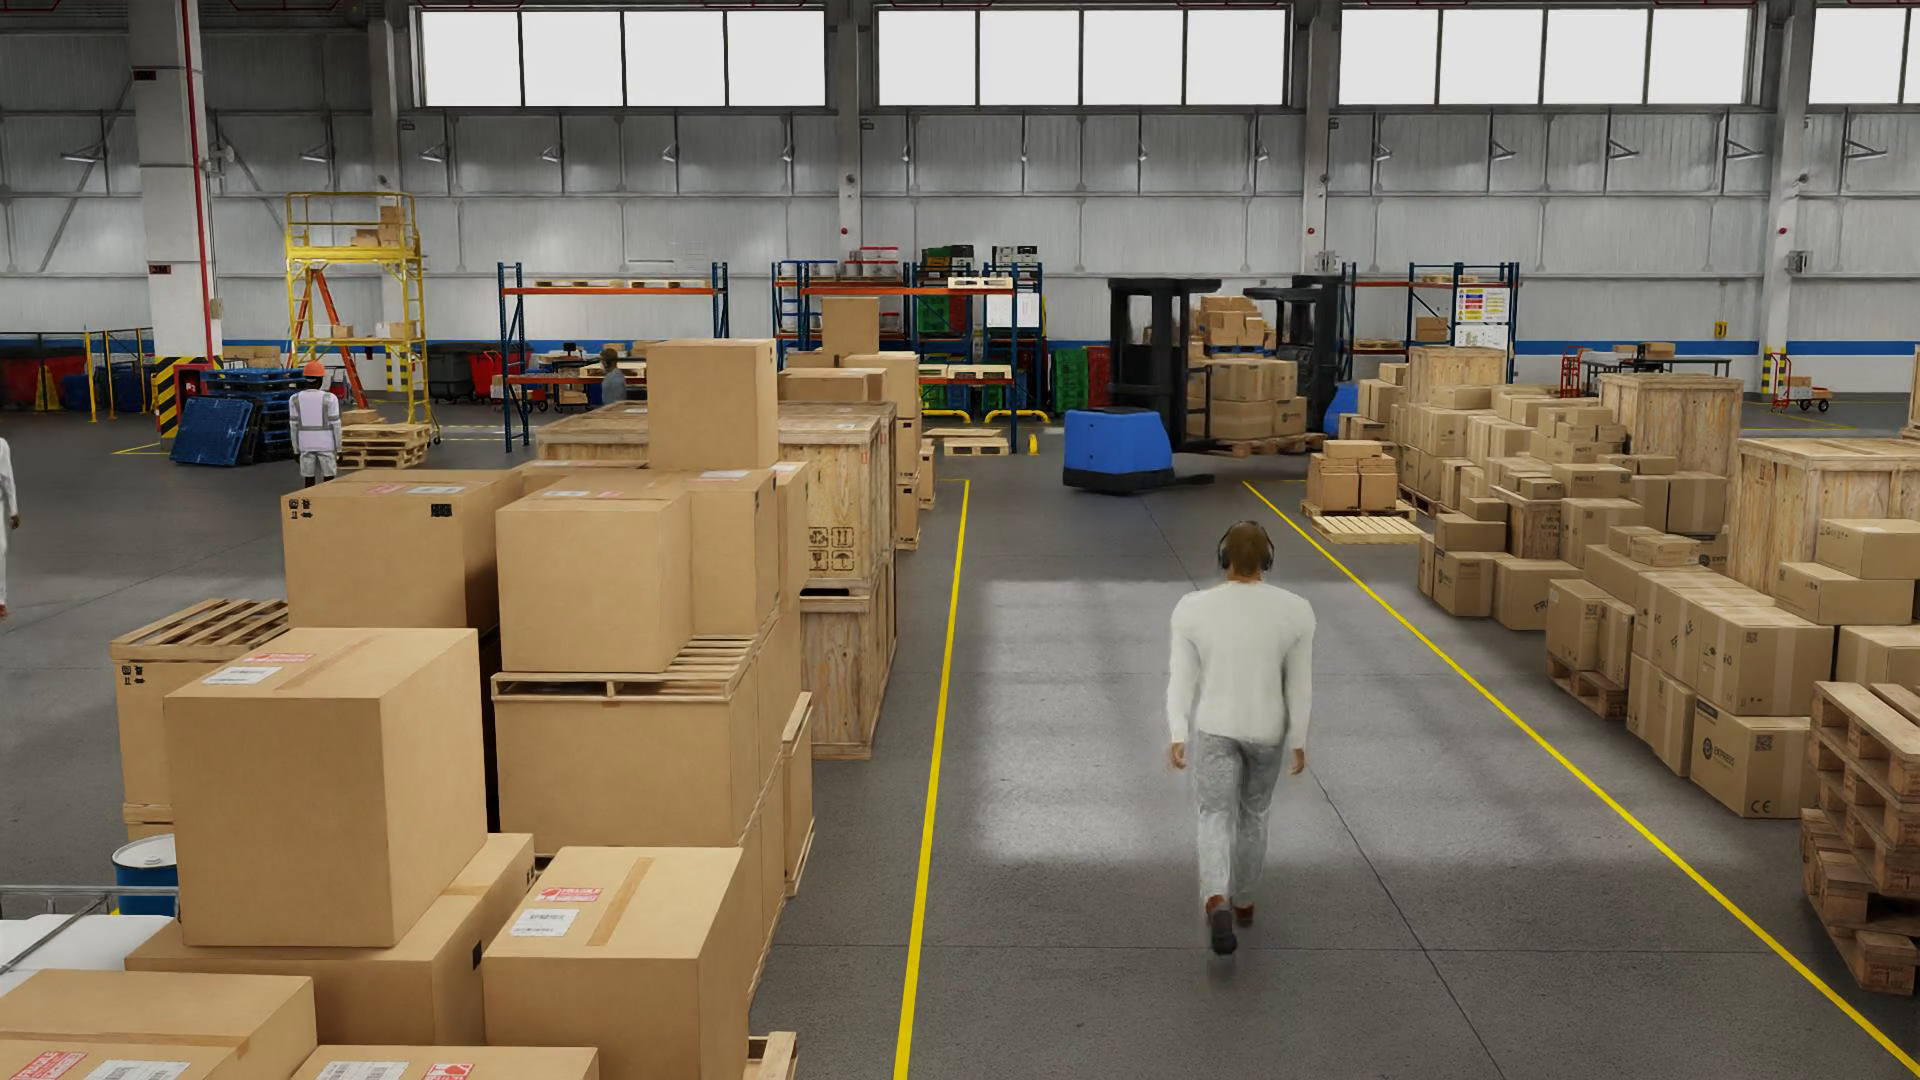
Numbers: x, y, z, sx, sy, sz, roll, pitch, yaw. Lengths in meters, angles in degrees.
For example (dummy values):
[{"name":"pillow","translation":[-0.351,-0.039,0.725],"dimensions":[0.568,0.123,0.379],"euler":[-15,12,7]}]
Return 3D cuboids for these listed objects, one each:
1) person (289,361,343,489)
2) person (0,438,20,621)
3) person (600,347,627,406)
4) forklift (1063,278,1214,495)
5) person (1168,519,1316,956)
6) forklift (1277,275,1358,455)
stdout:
[{"name":"person","translation":[-7.235,-1.050,18.743],"dimensions":[0.551,1.935,0.375],"euler":[-1,10,-5]},{"name":"person","translation":[-8.260,-0.218,13.967],"dimensions":[0.617,1.863,0.634],"euler":[-5,11,-28]},{"name":"person","translation":[-4.505,-1.540,21.691],"dimensions":[0.371,1.935,0.627],"euler":[-3,10,-17]},{"name":"forklift","translation":[2.377,-2.095,22.183],"dimensions":[1.873,2.768,1.129],"euler":[-8,12,-40]},{"name":"person","translation":[1.234,0.866,7.350],"dimensions":[0.634,1.917,0.819],"euler":[1,10,8]},{"name":"forklift","translation":[5.649,-2.824,26.553],"dimensions":[1.873,2.768,1.129],"euler":[-4,10,-22]}]
